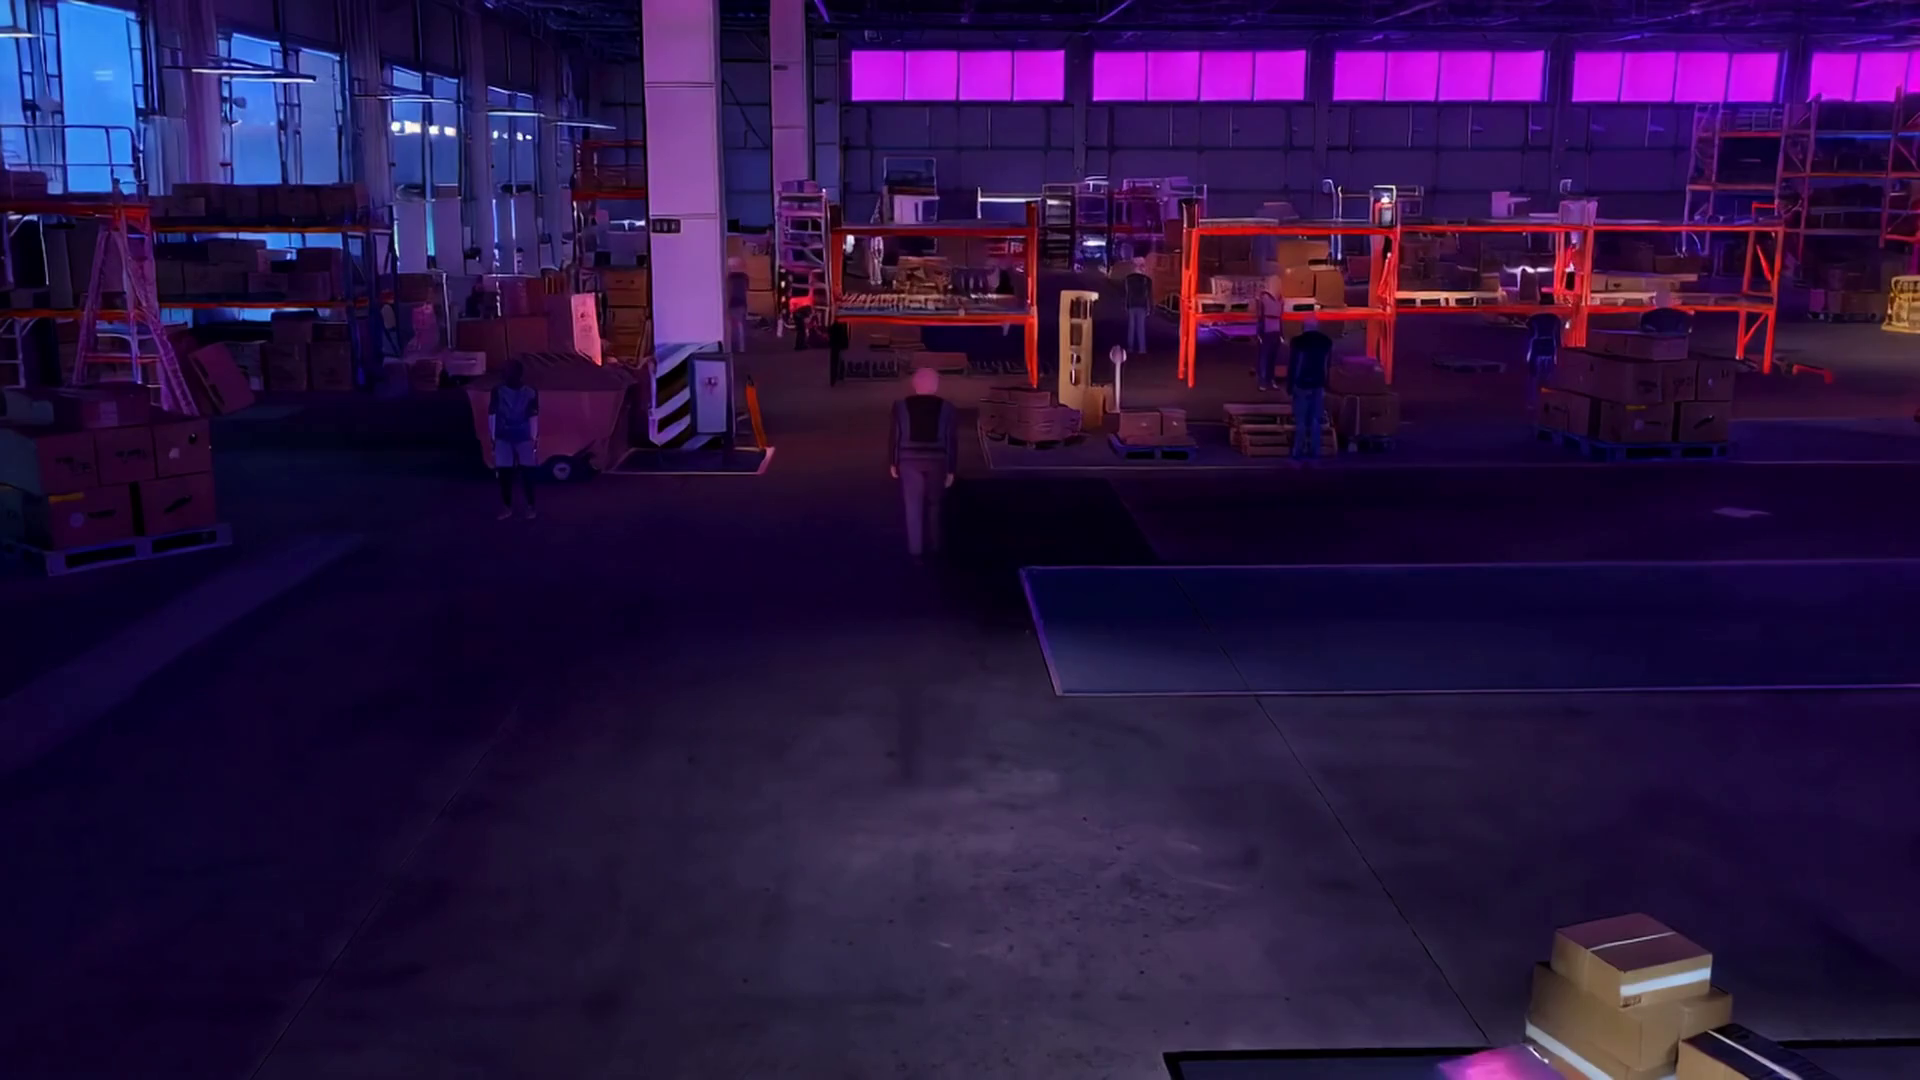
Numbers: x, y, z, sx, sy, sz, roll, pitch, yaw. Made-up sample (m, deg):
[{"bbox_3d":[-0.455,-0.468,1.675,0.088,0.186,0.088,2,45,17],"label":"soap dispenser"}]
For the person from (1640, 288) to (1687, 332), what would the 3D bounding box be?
[{"bbox_3d":[9.936,-2.598,23.610,0.627,1.934,0.372,3,13,11],"label":"person"}]

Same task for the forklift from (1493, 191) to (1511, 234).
[{"bbox_3d":[20.401,-11.777,62.893,1.873,2.768,1.129,0,12,-2],"label":"forklift"}]

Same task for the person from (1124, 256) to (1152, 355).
[{"bbox_3d":[3.507,-4.597,32.670,0.585,1.918,0.378,9,15,34],"label":"person"}]

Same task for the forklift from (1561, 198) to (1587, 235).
[{"bbox_3d":[17.204,-8.212,46.797,1.873,2.768,1.129,0,12,-2],"label":"forklift"}]

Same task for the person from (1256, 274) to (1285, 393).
[{"bbox_3d":[5.047,-3.361,27.083,0.587,1.920,0.393,-10,16,-37],"label":"person"}]

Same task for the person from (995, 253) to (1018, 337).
[{"bbox_3d":[1.059,-5.384,36.494,0.513,1.801,0.938,4,13,16],"label":"person"}]

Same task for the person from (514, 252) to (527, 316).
[{"bbox_3d":[-10.748,-6.241,40.746,0.313,1.633,0.522,-5,14,-22],"label":"person"}]

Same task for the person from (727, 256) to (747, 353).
[{"bbox_3d":[-4.516,-4.692,33.130,0.555,1.904,0.861,-8,15,-31],"label":"person"}]

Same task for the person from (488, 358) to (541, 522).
[{"bbox_3d":[-4.557,-1.021,17.024,0.533,1.697,0.318,0,12,2],"label":"person"}]

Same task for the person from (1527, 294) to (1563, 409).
[{"bbox_3d":[8.815,-2.836,25.108,0.489,1.746,0.284,5,13,21],"label":"person"}]

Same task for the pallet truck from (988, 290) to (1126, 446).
[{"bbox_3d":[1.257,-2.299,22.111,1.885,1.965,0.823,-9,15,-35],"label":"pallet truck"}]

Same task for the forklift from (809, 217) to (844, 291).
[{"bbox_3d":[-4.375,-8.619,48.637,1.873,2.768,1.129,0,12,-2],"label":"forklift"}]

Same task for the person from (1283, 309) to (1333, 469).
[{"bbox_3d":[4.207,-1.828,20.152,0.621,1.933,0.374,-7,14,-29],"label":"person"}]

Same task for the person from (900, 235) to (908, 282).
[{"bbox_3d":[-1.778,-9.382,54.267,0.510,1.917,0.647,-4,13,-17],"label":"person"}]

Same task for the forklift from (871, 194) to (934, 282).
[{"bbox_3d":[-1.846,-9.734,53.668,1.873,2.768,1.129,-7,14,-30],"label":"forklift"}]

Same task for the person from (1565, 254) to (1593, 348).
[{"bbox_3d":[12.302,-4.730,33.154,0.613,1.964,0.361,-7,14,-28],"label":"person"}]

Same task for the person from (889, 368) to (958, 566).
[{"bbox_3d":[-0.336,-0.682,15.273,0.627,1.799,0.954,0,12,-1],"label":"person"}]

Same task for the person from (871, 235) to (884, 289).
[{"bbox_3d":[-2.515,-8.661,51.101,0.342,1.881,0.646,-6,14,-26],"label":"person"}]
